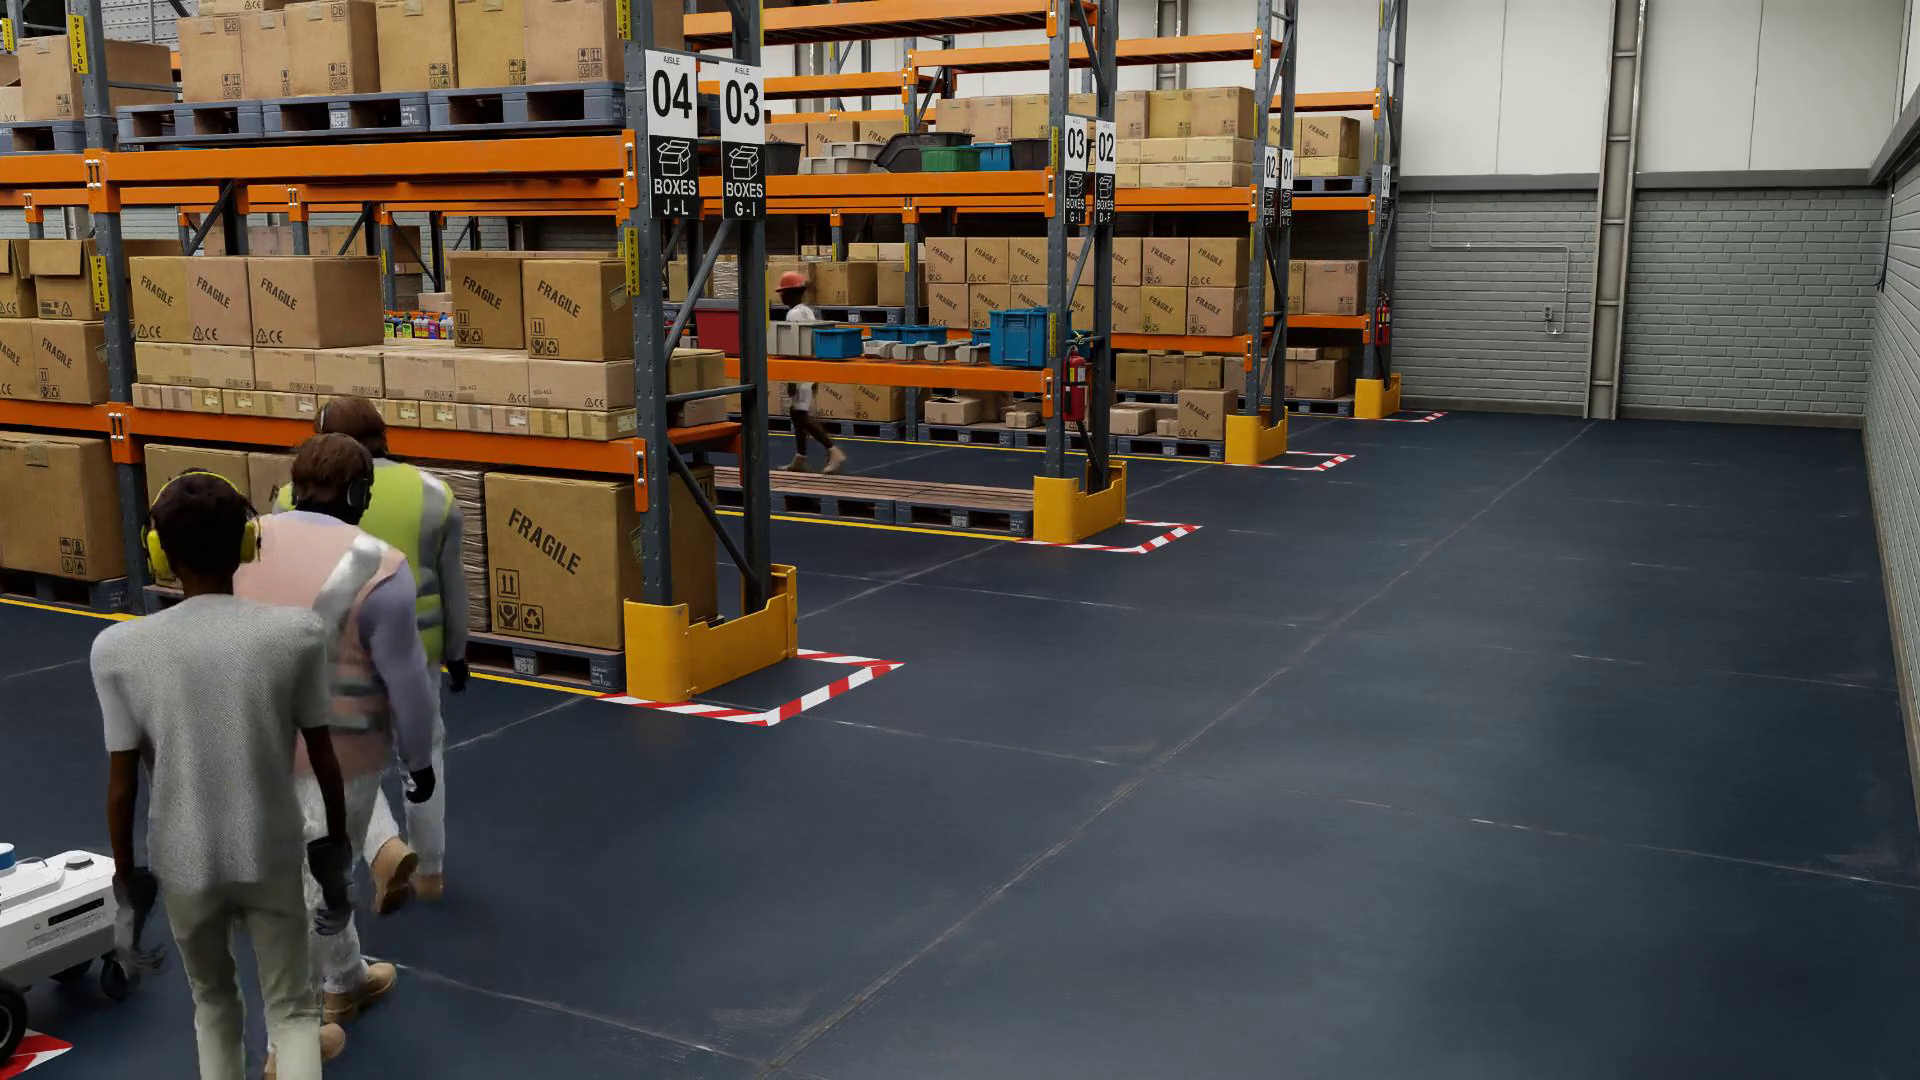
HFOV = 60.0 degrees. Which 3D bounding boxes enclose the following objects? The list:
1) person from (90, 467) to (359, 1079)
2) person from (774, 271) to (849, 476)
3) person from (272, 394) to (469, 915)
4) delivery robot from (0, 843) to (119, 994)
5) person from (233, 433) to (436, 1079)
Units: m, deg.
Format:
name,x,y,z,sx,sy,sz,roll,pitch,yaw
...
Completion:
name,x,y,z,sx,sy,sz,roll,pitch,yaw
person,-1.635,0.767,3.744,0.521,1.840,0.732,-4,11,-23
person,-1.454,-1.621,16.297,0.759,2.011,0.631,1,10,7
person,-1.986,0.414,5.696,0.677,1.816,0.583,-7,13,-35
delivery robot,-2.831,1.141,4.921,0.477,0.478,0.707,5,12,26
person,-1.778,0.593,4.767,0.650,1.799,0.772,4,11,19
